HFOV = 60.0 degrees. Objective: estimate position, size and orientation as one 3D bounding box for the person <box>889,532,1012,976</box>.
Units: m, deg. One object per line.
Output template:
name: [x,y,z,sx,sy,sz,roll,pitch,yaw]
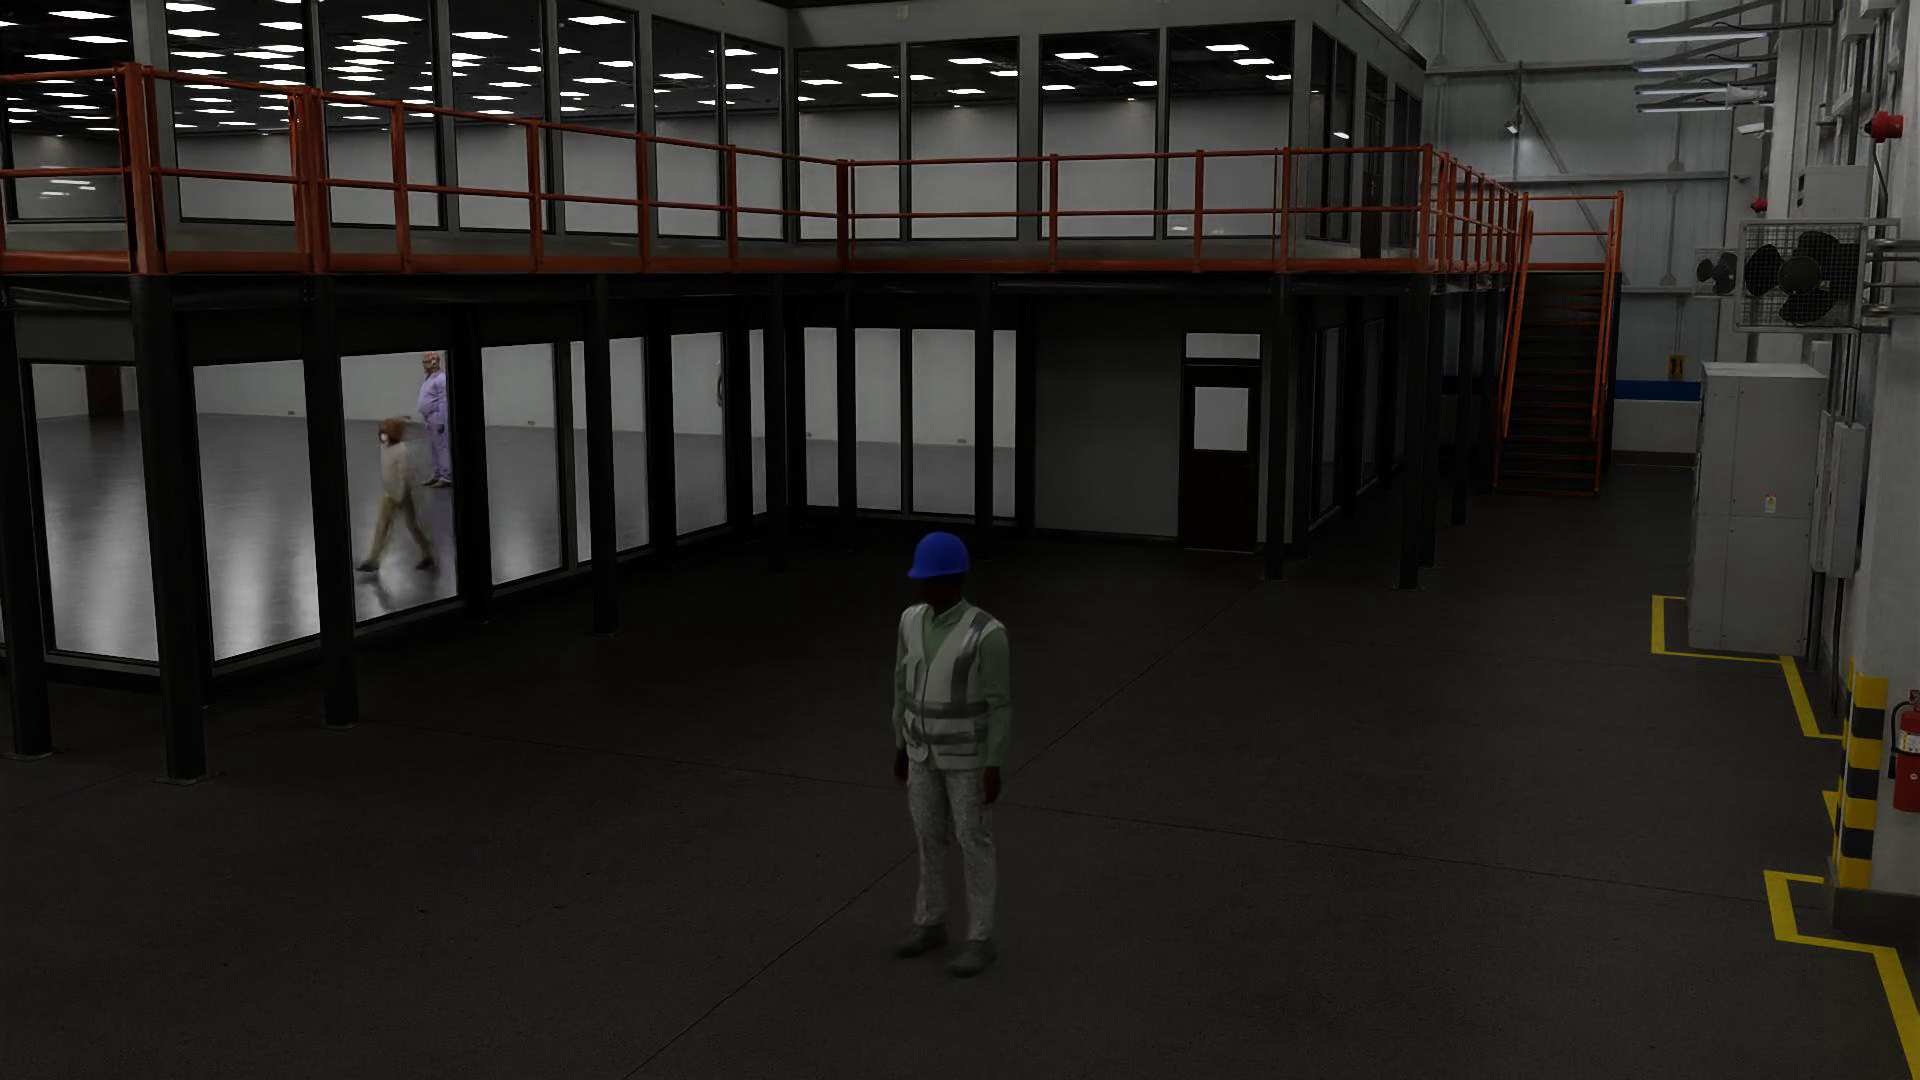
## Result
person: [-0.059,0.920,7.260,0.615,1.945,0.404,8,12,39]
